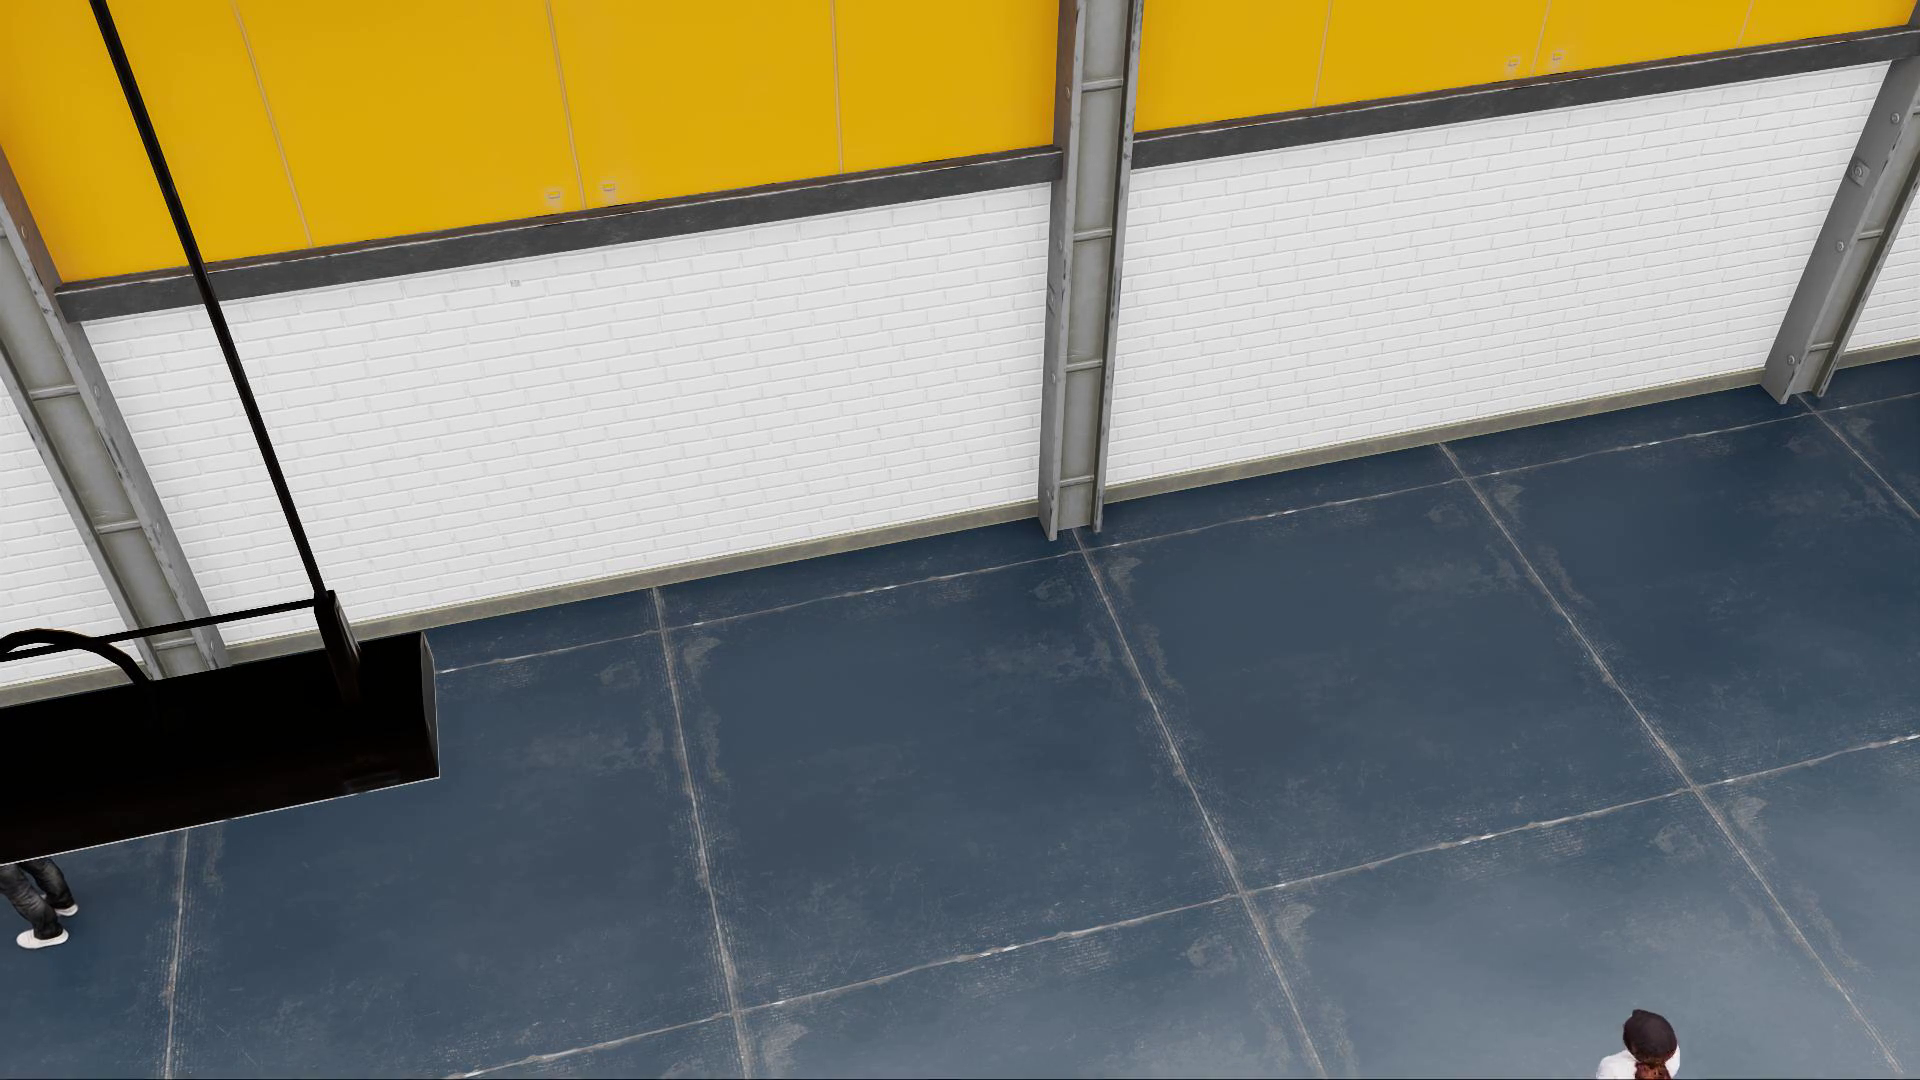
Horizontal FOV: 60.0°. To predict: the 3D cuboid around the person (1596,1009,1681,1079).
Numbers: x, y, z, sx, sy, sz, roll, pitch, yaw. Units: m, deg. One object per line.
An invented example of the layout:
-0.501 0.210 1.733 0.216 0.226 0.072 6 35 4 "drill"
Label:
3.117 2.792 7.773 1.118 1.676 0.733 -13 45 -14 "person"
